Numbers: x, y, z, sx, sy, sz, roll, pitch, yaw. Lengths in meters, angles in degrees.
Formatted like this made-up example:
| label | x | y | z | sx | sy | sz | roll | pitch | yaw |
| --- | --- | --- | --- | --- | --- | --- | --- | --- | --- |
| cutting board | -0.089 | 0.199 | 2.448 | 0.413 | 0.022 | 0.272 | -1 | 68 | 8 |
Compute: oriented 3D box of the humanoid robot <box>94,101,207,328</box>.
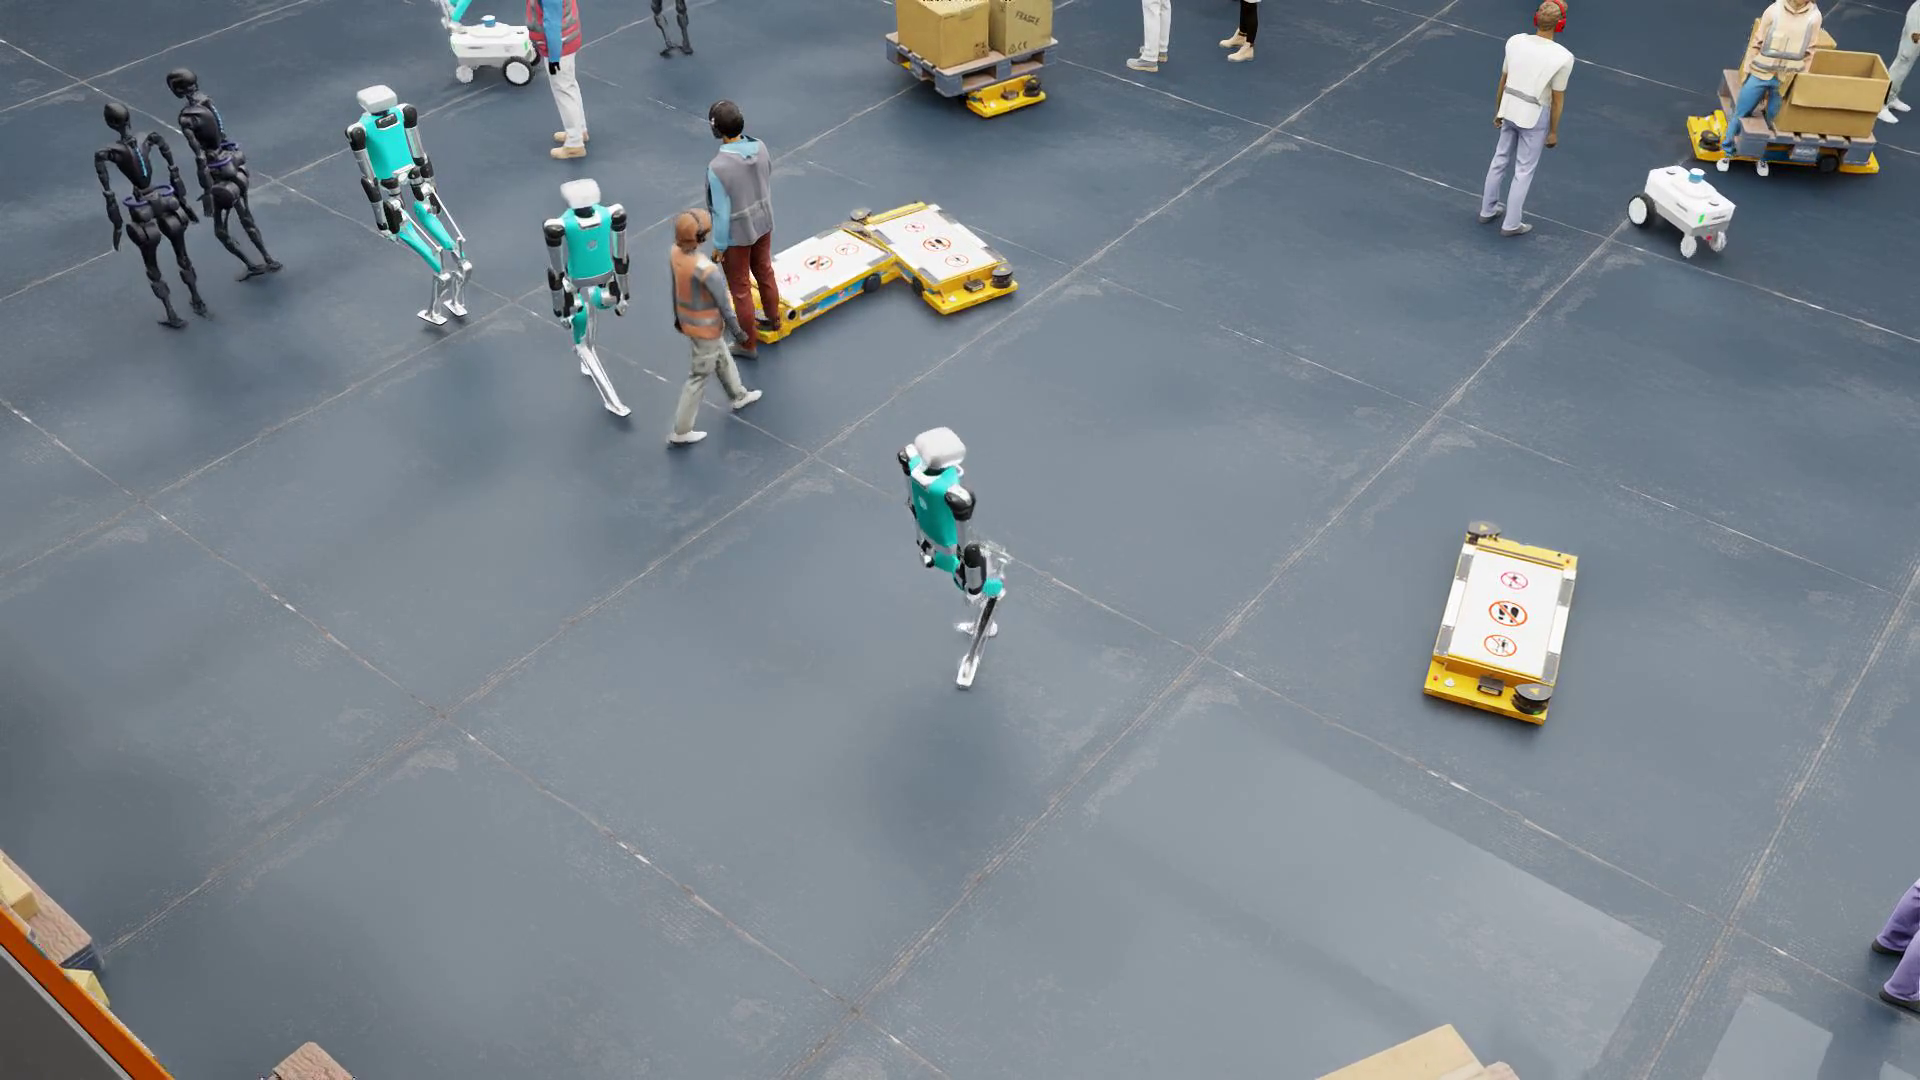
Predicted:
| label | x | y | z | sx | sy | sz | roll | pitch | yaw |
| --- | --- | --- | --- | --- | --- | --- | --- | --- | --- |
| humanoid robot | -5.683 | -2.281 | 11.677 | 0.363 | 1.649 | 0.608 | 28 | 48 | 29 |

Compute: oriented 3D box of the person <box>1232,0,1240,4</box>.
| label | x | y | z | sx | sy | sz | roll | pitch | yaw |
| --- | --- | --- | --- | --- | --- | --- | --- | --- | --- |
| person | 2.740 | -5.975 | 15.969 | 0.510 | 1.724 | 0.580 | -29 | 48 | -30 |

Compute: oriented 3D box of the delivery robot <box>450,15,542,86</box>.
| label | x | y | z | sx | sy | sz | roll | pitch | yaw |
| --- | --- | --- | --- | --- | --- | --- | --- | --- | --- |
| delivery robot | -4.195 | -4.450 | 15.106 | 0.796 | 0.612 | 0.499 | 0 | 40 | 0 |

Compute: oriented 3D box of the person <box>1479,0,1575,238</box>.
| label | x | y | z | sx | sy | sz | roll | pitch | yaw |
| --- | --- | --- | --- | --- | --- | --- | --- | --- | --- |
| person | 4.280 | -3.184 | 12.618 | 0.396 | 1.836 | 0.558 | -25 | 46 | -27 |

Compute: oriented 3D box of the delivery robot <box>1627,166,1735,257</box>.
| label | x | y | z | sx | sy | sz | roll | pitch | yaw |
| --- | --- | --- | --- | --- | --- | --- | --- | --- | --- |
| delivery robot | 5.630 | -2.596 | 12.926 | 0.499 | 0.614 | 0.815 | -12 | 42 | -14 |

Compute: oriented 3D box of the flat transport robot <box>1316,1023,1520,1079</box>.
| label | x | y | z | sx | sy | sz | roll | pitch | yaw |
| --- | --- | --- | --- | --- | --- | --- | --- | --- | --- |
| flat transport robot | 1.938 | 2.877 | 6.693 | 0.659 | 0.231 | 1.431 | -16 | 43 | -18 |

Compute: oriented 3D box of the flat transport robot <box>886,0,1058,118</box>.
| label | x | y | z | sx | sy | sz | roll | pitch | yaw |
| --- | --- | --- | --- | --- | --- | --- | --- | --- | --- |
| flat transport robot | 0.093 | -4.238 | 15.063 | 0.659 | 0.231 | 1.431 | -24 | 46 | -26 |

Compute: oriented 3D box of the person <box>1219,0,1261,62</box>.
| label | x | y | z | sx | sy | sz | roll | pitch | yaw |
| --- | --- | --- | --- | --- | --- | --- | --- | --- | --- |
| person | 2.620 | -5.210 | 15.102 | 0.319 | 1.698 | 0.532 | -3 | 40 | -4 |

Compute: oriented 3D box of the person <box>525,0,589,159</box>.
| label | x | y | z | sx | sy | sz | roll | pitch | yaw |
| --- | --- | --- | --- | --- | --- | --- | --- | --- | --- |
| person | -3.313 | -4.064 | 13.656 | 0.430 | 1.831 | 0.634 | -5 | 41 | -6 |

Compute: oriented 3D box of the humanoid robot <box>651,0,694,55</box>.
| label | x | y | z | sx | sy | sz | roll | pitch | yaw |
| --- | --- | --- | --- | --- | --- | --- | --- | --- | --- |
| humanoid robot | -2.676 | -5.257 | 15.190 | 0.361 | 1.657 | 0.610 | 33 | 50 | 33 |

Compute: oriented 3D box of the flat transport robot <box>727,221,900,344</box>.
| label | x | y | z | sx | sy | sz | roll | pitch | yaw |
| --- | --- | --- | --- | --- | --- | --- | --- | --- | --- |
| flat transport robot | -1.100 | -1.927 | 12.345 | 0.659 | 0.231 | 1.431 | 32 | 50 | 32 |

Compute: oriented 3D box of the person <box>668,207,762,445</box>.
| label | x | y | z | sx | sy | sz | roll | pitch | yaw |
| --- | --- | --- | --- | --- | --- | --- | --- | --- | --- |
| person | -1.643 | -1.382 | 10.670 | 0.791 | 1.596 | 0.518 | -24 | 46 | -26 |

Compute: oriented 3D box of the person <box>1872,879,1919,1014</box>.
| label | x | y | z | sx | sy | sz | roll | pitch | yaw |
| --- | --- | --- | --- | --- | --- | --- | --- | --- | --- |
| person | 4.452 | 1.368 | 7.262 | 0.391 | 1.836 | 0.559 | 11 | 42 | 12 |

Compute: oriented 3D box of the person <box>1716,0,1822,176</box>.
| label | x | y | z | sx | sy | sz | roll | pitch | yaw |
| --- | --- | --- | --- | --- | --- | --- | --- | --- | --- |
| person | 6.551 | -3.759 | 13.382 | 0.484 | 1.719 | 0.379 | 12 | 42 | 14 |

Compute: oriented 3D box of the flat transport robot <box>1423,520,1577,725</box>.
| label | x | y | z | sx | sy | sz | roll | pitch | yaw |
| --- | --- | --- | --- | --- | --- | --- | --- | --- | --- |
| flat transport robot | 3.129 | 0.447 | 9.552 | 0.659 | 0.231 | 1.431 | 15 | 43 | 17 |

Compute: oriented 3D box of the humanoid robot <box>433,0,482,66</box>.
| label | x | y | z | sx | sy | sz | roll | pitch | yaw |
| --- | --- | --- | --- | --- | --- | --- | --- | --- | --- |
| humanoid robot | -4.528 | -5.044 | 14.890 | 0.669 | 1.813 | 0.541 | -32 | 50 | -32 |

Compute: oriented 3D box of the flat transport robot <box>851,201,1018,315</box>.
| label | x | y | z | sx | sy | sz | roll | pitch | yaw |
| --- | --- | --- | --- | --- | --- | --- | --- | --- | --- |
| flat transport robot | -0.225 | -2.191 | 12.655 | 0.659 | 0.231 | 1.431 | -22 | 45 | -24 |

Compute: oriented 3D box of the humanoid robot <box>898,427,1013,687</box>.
| label | x | y | z | sx | sy | sz | roll | pitch | yaw |
| --- | --- | --- | --- | --- | --- | --- | --- | --- | --- |
| humanoid robot | 0.100 | 0.034 | 8.902 | 0.864 | 1.770 | 0.606 | -26 | 47 | -28 |

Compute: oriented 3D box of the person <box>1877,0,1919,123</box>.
| label | x | y | z | sx | sy | sz | roll | pitch | yaw |
| --- | --- | --- | --- | --- | --- | --- | --- | --- | --- |
| person | 8.211 | -4.412 | 14.139 | 0.330 | 1.736 | 0.507 | 25 | 46 | 27 |

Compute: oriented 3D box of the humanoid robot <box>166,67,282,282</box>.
| label | x | y | z | sx | sy | sz | roll | pitch | yaw |
| --- | --- | --- | --- | --- | --- | --- | --- | --- | --- |
| humanoid robot | -5.369 | -2.662 | 12.126 | 0.386 | 1.635 | 0.596 | -1 | 40 | -1 |

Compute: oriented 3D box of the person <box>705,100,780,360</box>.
| label | x | y | z | sx | sy | sz | roll | pitch | yaw |
| --- | --- | --- | --- | --- | --- | --- | --- | --- | --- |
| person | -1.466 | -2.084 | 11.288 | 0.413 | 1.878 | 0.533 | 26 | 47 | 27 |

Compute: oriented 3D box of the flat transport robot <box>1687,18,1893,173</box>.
| label | x | y | z | sx | sy | sz | roll | pitch | yaw |
| --- | --- | --- | --- | --- | --- | --- | --- | --- | --- |
| flat transport robot | 6.949 | -3.375 | 14.048 | 1.431 | 0.231 | 0.659 | 7 | 41 | 8 |

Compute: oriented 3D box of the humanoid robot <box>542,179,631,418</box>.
| label | x | y | z | sx | sy | sz | roll | pitch | yaw |
| --- | --- | --- | --- | --- | --- | --- | --- | --- | --- |
| humanoid robot | -2.501 | -1.685 | 10.957 | 0.533 | 1.745 | 1.011 | -20 | 44 | -22 |

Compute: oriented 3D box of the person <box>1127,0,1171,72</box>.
| label | x | y | z | sx | sy | sz | roll | pitch | yaw |
| --- | --- | --- | --- | --- | --- | --- | --- | --- | --- |
| person | 1.752 | -5.146 | 14.885 | 0.337 | 1.882 | 0.583 | 20 | 44 | 22 |

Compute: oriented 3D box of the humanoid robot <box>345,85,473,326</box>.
| label | x | y | z | sx | sy | sz | roll | pitch | yaw |
| --- | --- | --- | --- | --- | --- | --- | --- | --- | --- |
| humanoid robot | -3.723 | -2.264 | 11.535 | 0.749 | 1.699 | 0.530 | 27 | 47 | 28 |
